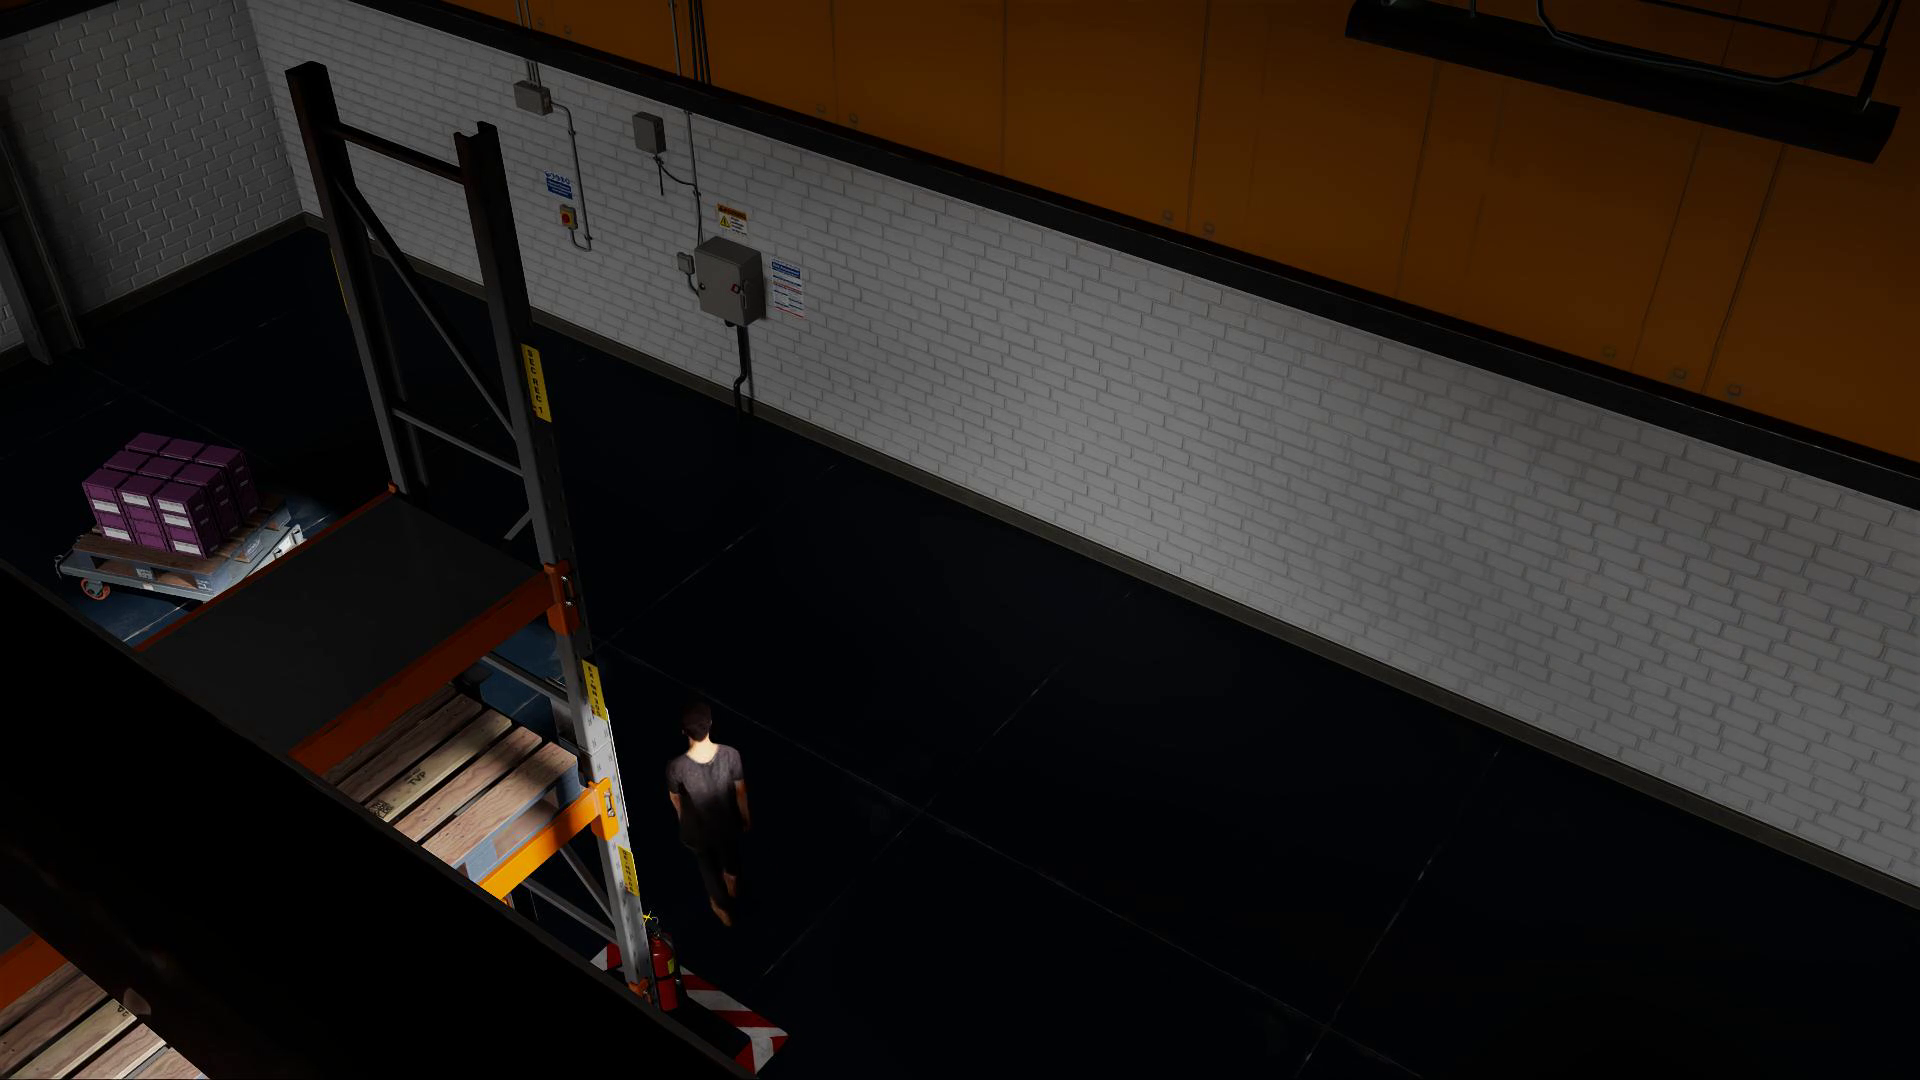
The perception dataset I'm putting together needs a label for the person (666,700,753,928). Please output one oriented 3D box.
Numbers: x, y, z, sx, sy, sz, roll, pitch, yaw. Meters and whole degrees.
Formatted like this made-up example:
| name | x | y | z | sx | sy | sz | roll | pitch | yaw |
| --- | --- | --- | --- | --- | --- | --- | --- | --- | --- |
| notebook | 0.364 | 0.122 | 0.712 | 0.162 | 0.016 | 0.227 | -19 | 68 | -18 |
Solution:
| name | x | y | z | sx | sy | sz | roll | pitch | yaw |
| --- | --- | --- | --- | --- | --- | --- | --- | --- | --- |
| person | -1.485 | 1.726 | 10.033 | 0.755 | 1.696 | 0.817 | -16 | 41 | -19 |
